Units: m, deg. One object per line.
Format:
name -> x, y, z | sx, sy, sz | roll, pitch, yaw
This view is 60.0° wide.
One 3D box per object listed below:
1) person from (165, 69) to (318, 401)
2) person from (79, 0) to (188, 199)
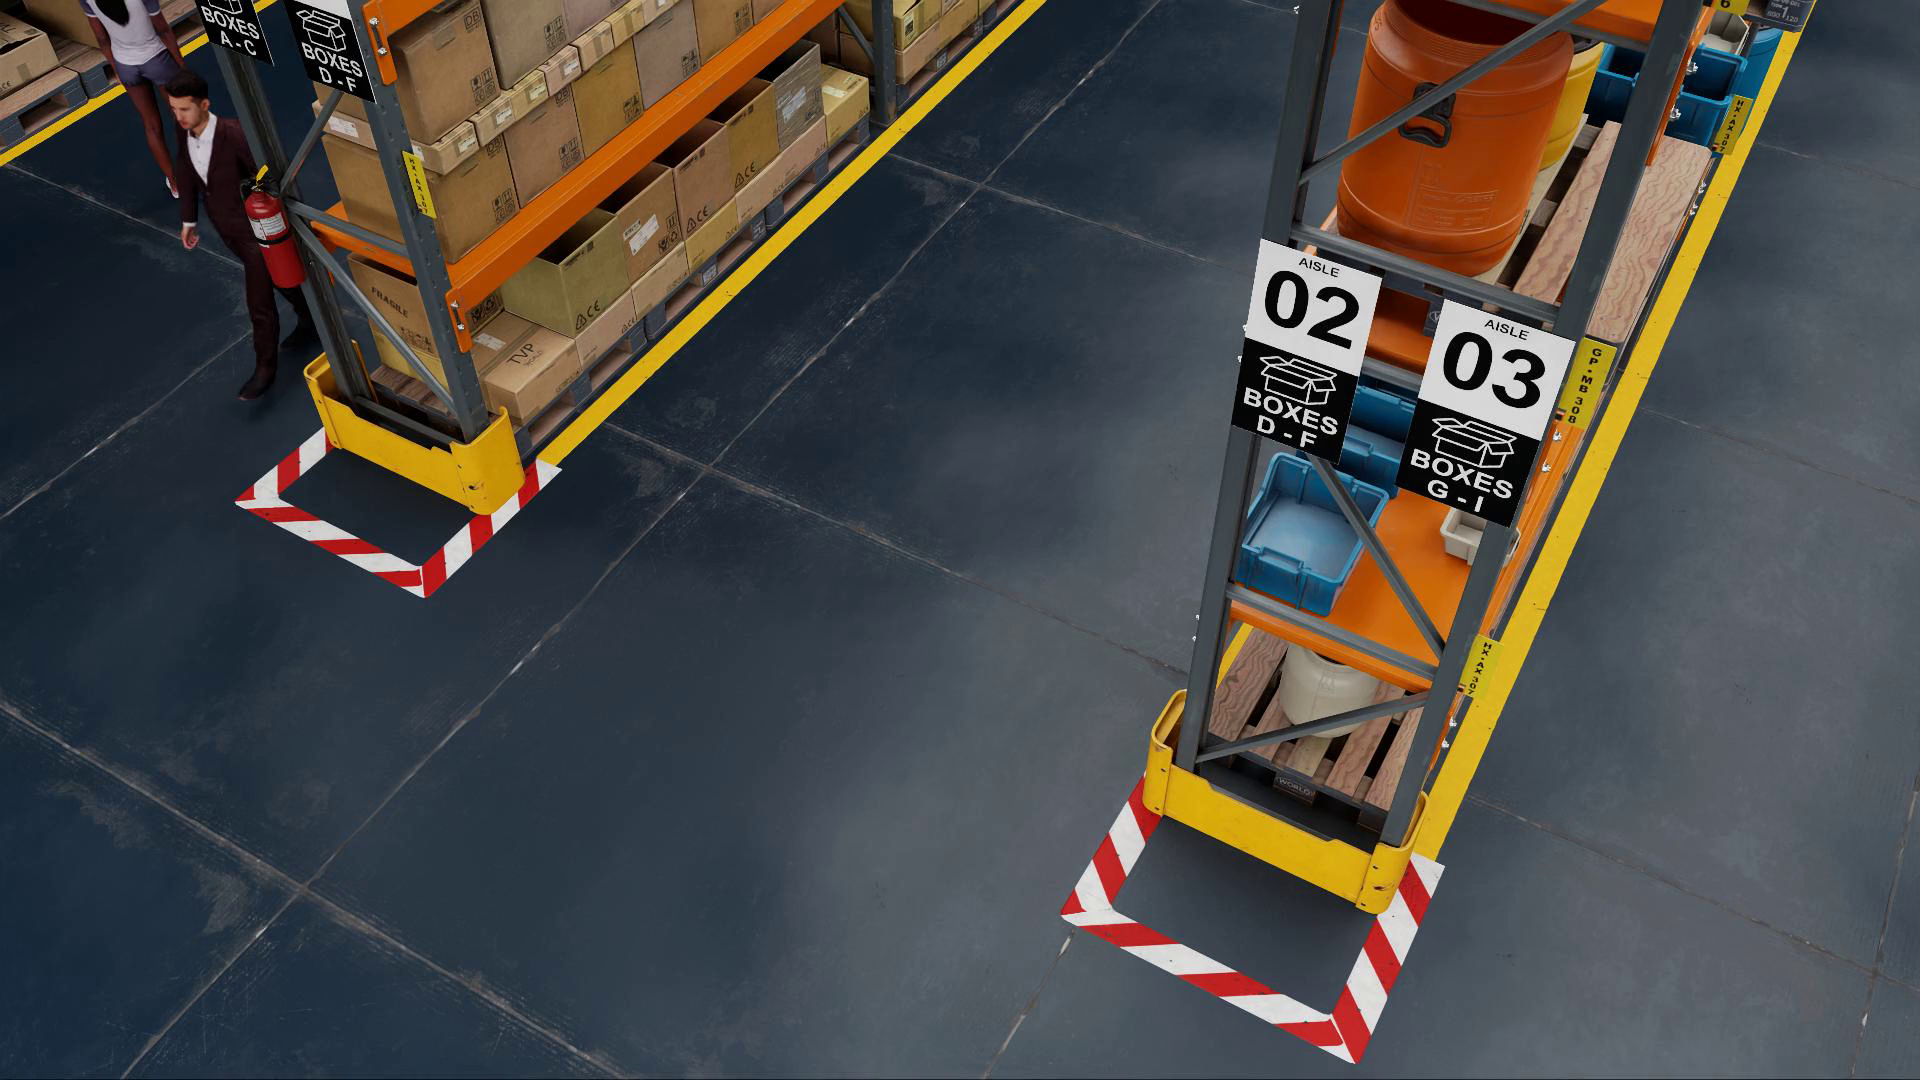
person -> -3.826, -1.765, 9.019 | 0.733, 1.832, 1.058 | 21, 51, 18
person -> -4.940, -2.863, 10.103 | 0.705, 1.730, 0.740 | -4, 47, -4
